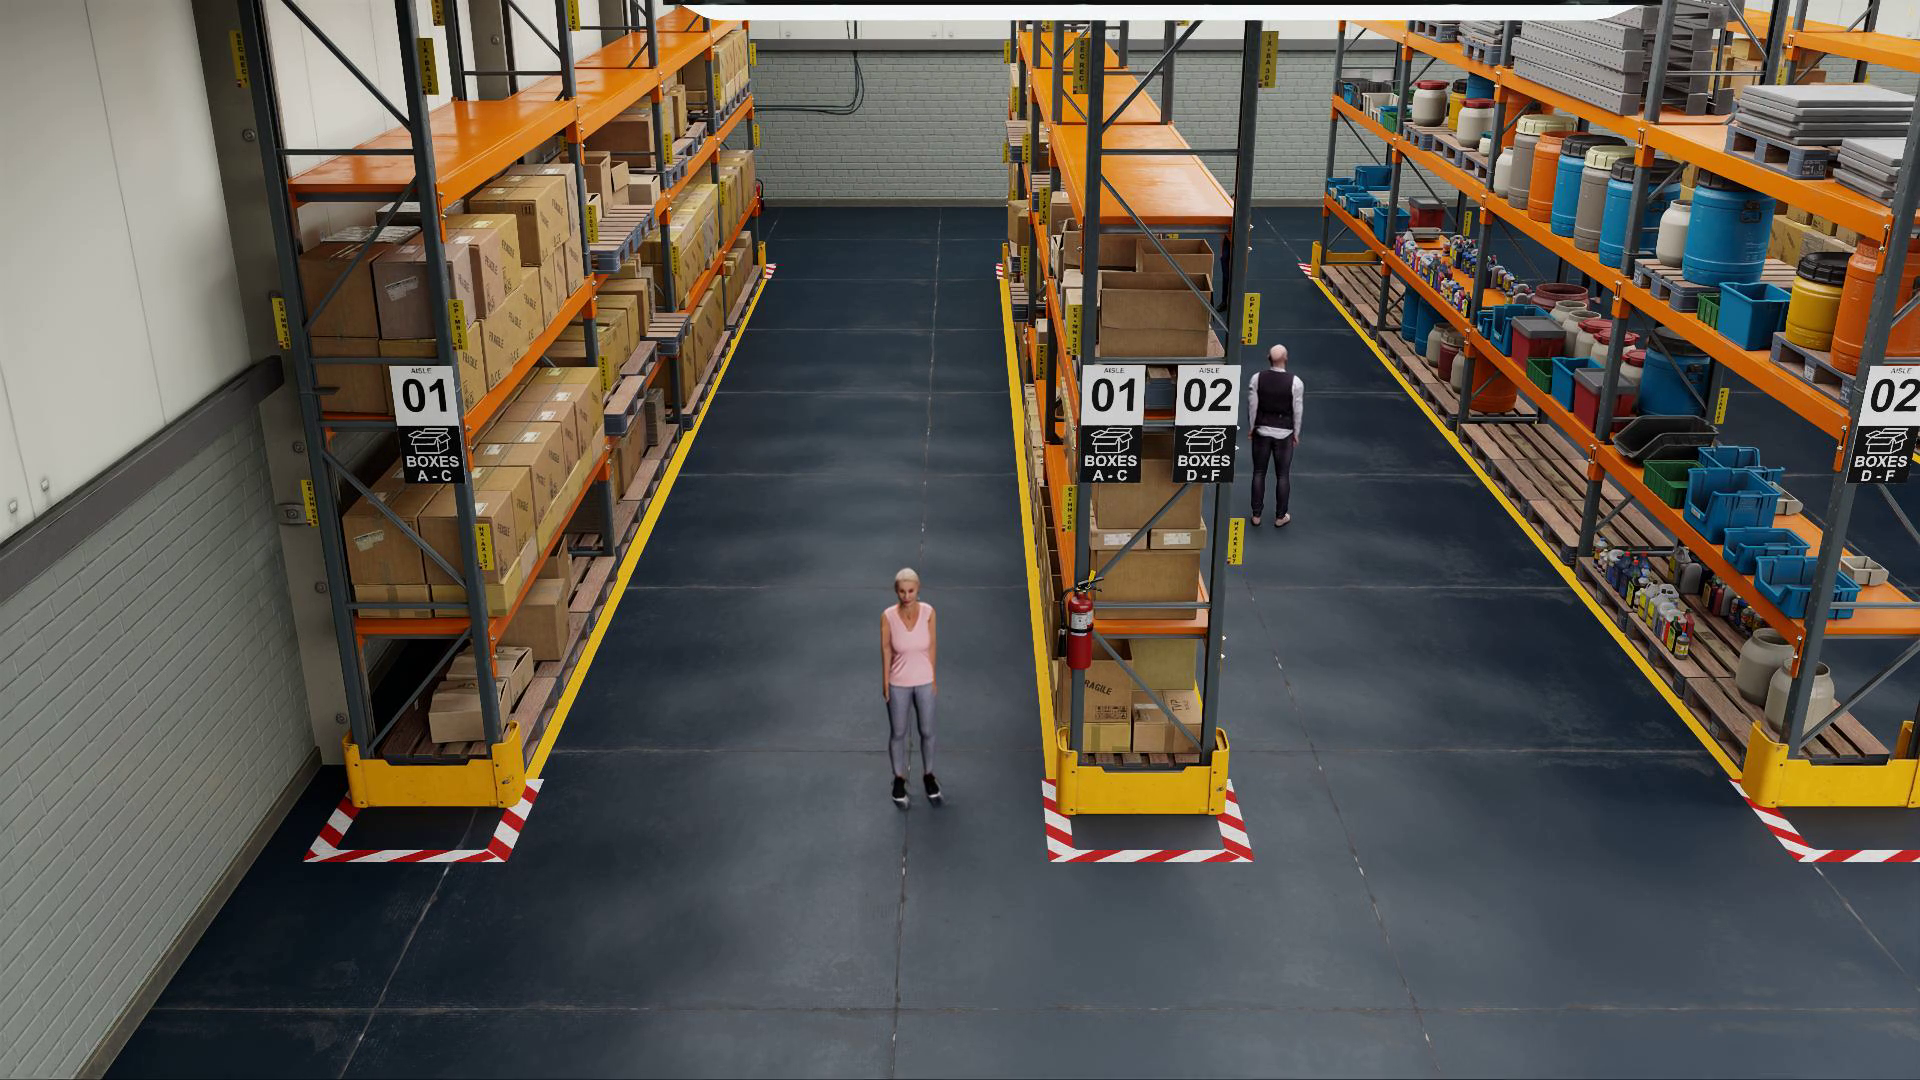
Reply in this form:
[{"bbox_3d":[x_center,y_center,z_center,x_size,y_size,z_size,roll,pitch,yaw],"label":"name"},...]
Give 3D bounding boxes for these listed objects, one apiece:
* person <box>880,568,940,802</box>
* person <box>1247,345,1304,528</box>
[{"bbox_3d":[-0.344,0.978,11.520,0.570,1.726,0.549,-3,22,-8],"label":"person"},{"bbox_3d":[3.061,-1.022,16.284,0.755,1.823,0.710,7,23,16],"label":"person"}]
